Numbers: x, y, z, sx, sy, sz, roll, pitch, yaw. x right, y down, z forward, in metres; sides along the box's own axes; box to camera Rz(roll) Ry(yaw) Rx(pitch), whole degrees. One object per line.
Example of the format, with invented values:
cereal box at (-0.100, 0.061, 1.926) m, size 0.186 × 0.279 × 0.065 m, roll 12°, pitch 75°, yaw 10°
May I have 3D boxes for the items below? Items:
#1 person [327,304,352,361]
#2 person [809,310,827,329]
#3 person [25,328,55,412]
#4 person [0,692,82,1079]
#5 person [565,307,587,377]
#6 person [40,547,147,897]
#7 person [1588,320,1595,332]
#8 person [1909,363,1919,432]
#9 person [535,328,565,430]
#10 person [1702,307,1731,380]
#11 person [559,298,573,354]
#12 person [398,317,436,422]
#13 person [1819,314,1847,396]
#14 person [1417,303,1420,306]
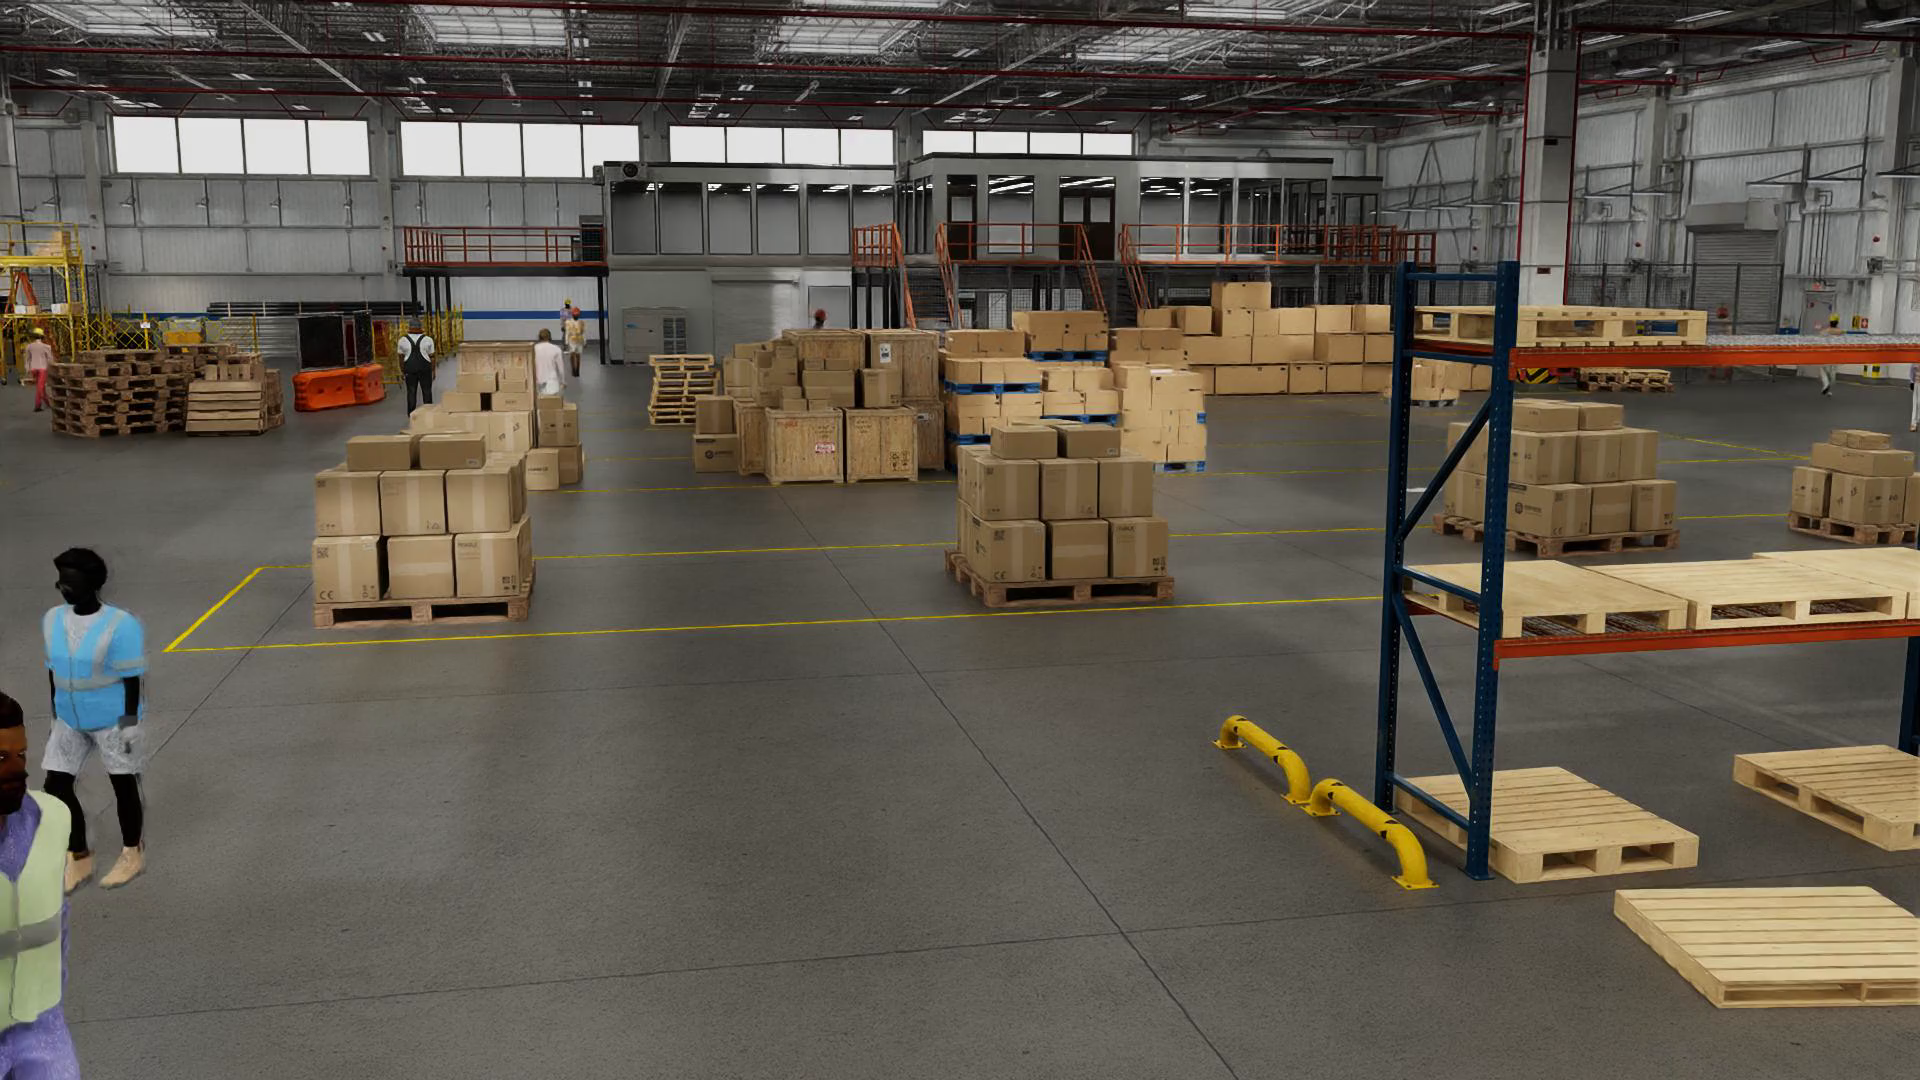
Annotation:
person at (-19.982, -6.676, 53.496) m, size 0.989 × 1.827 × 0.583 m, roll -9°, pitch 13°, yaw -43°
person at (-3.428, -4.540, 39.998) m, size 1.014 × 2.006 × 0.608 m, roll 6°, pitch 11°, yaw 34°
person at (-19.246, -3.574, 34.898) m, size 0.548 × 1.716 × 0.911 m, roll 0°, pitch 9°, yaw 3°
person at (-2.698, 1.327, 4.557) m, size 0.805 × 1.894 × 0.598 m, roll 4°, pitch 10°, yaw 22°
person at (-10.529, -5.433, 45.687) m, size 0.578 × 1.907 × 0.800 m, roll -5°, pitch 10°, yaw -26°
person at (-4.158, 0.877, 7.895) m, size 0.552 × 1.677 × 0.565 m, roll 2°, pitch 9°, yaw 10°
person at (18.926, -5.966, 49.597) m, size 0.550 × 1.683 × 0.366 m, roll -5°, pitch 11°, yaw -28°
person at (17.674, -2.880, 30.339) m, size 0.626 × 1.844 × 0.429 m, roll 5°, pitch 10°, yaw 27°
person at (-7.532, -2.890, 30.188) m, size 0.634 × 1.916 × 0.802 m, roll 2°, pitch 10°, yaw 14°
person at (20.114, -5.203, 44.147) m, size 0.913 × 1.949 × 0.605 m, roll 3°, pitch 10°, yaw 15°
person at (-13.677, -7.454, 57.989) m, size 0.381 × 1.917 × 0.584 m, roll 7°, pitch 12°, yaw 37°
person at (-10.546, -3.312, 32.367) m, size 0.688 × 2.000 × 0.539 m, roll -2°, pitch 10°, yaw -13°
person at (20.407, -4.334, 38.965) m, size 0.620 × 1.911 × 0.425 m, roll 3°, pitch 10°, yaw 16°
person at (17.828, -8.687, 65.397) m, size 0.377 × 1.950 × 0.612 m, roll 9°, pitch 13°, yaw 43°
